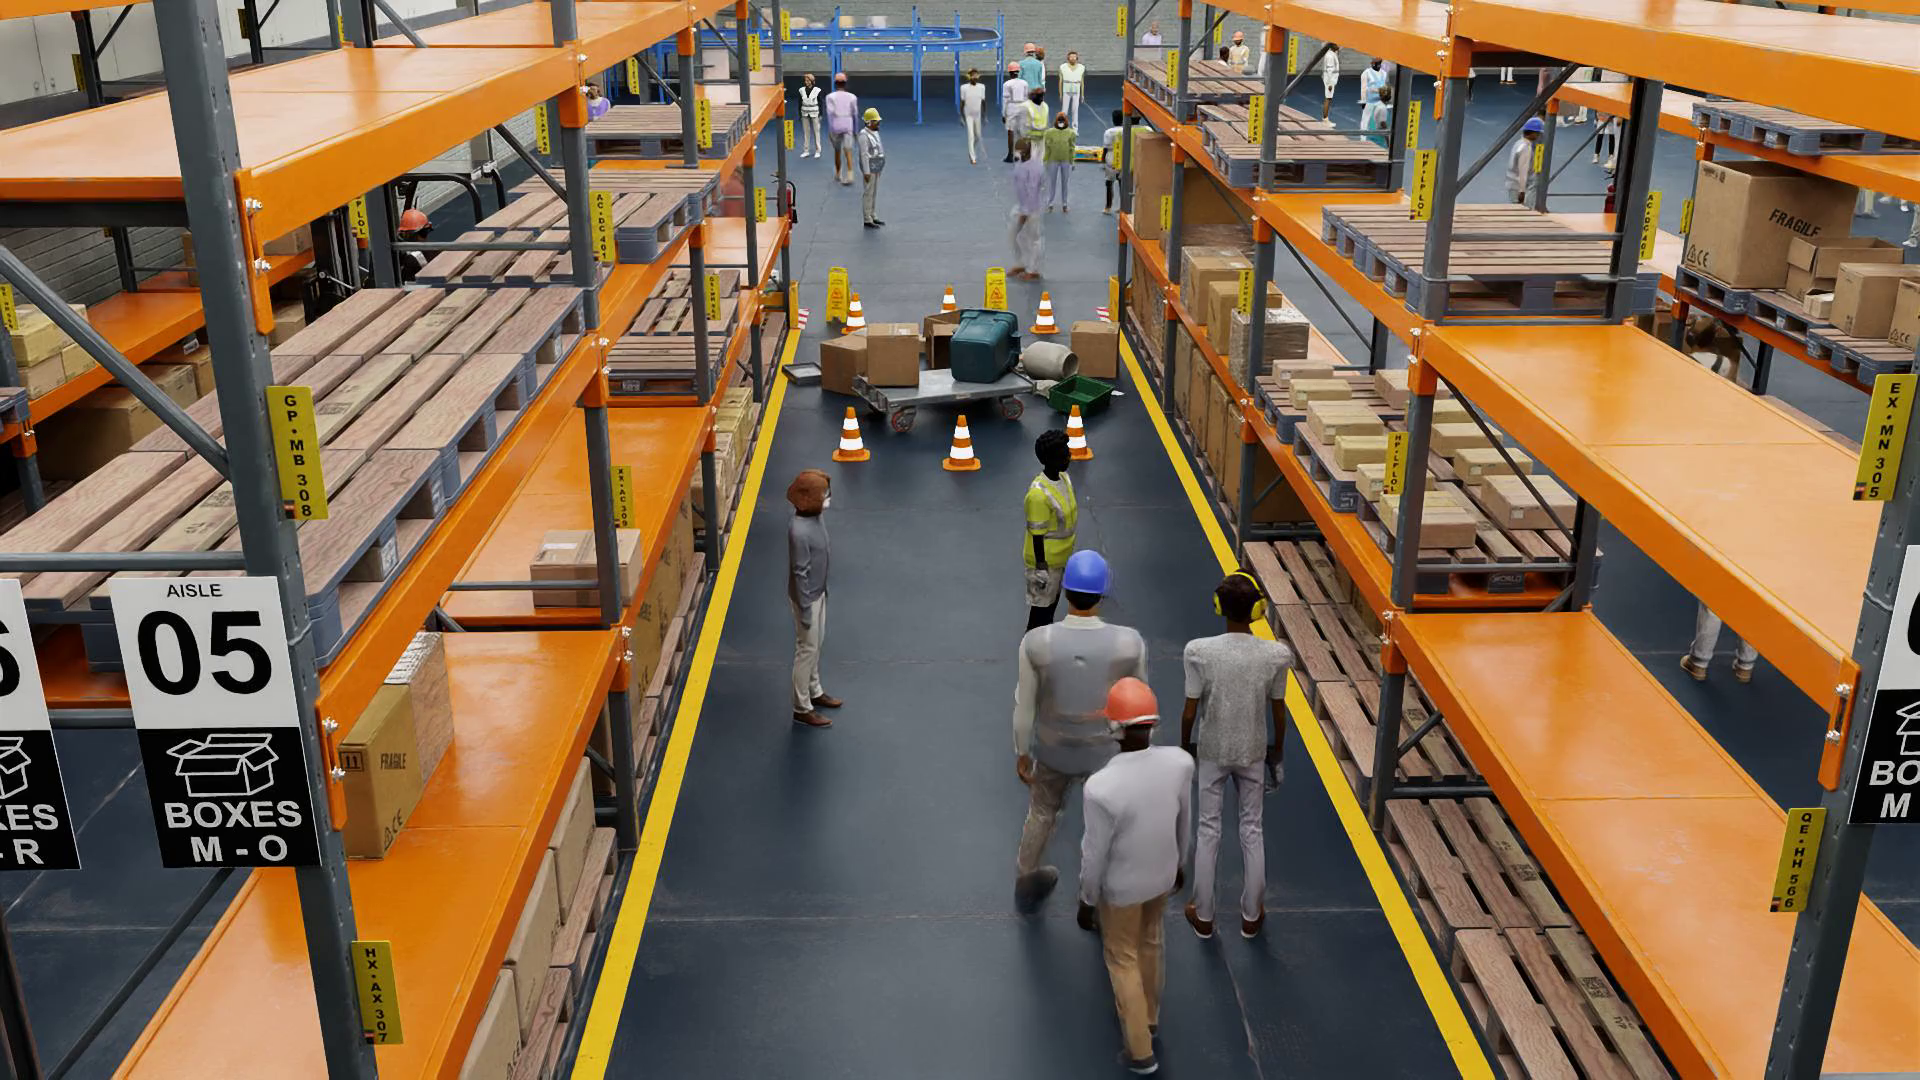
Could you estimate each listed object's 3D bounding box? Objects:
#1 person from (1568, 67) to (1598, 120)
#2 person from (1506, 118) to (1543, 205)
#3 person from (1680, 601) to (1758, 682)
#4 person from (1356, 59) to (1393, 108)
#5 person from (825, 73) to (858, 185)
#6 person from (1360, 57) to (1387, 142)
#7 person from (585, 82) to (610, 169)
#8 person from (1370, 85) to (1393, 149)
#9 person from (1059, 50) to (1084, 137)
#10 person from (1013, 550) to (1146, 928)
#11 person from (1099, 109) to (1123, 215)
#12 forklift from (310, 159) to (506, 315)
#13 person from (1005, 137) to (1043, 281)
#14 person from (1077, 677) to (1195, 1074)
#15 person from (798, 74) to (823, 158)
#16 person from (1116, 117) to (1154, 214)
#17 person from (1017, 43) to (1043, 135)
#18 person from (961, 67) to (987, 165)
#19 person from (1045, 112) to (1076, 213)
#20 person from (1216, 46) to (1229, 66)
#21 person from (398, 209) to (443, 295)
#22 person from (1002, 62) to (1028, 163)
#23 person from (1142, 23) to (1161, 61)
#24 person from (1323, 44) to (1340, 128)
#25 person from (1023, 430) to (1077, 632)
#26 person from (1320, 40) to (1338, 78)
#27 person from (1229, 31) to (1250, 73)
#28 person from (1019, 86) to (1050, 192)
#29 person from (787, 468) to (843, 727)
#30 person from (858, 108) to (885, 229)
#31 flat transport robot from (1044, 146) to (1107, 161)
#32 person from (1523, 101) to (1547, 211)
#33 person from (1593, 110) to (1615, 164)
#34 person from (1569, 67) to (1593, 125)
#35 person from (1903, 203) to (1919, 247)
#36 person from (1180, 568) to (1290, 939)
[{"bbox_3d":[14.795,-10.942,39.446,0.598,1.917,0.378,8,22,19],"label":"person"},{"bbox_3d":[8.093,-5.104,24.000,0.433,1.938,0.632,3,21,7],"label":"person"},{"bbox_3d":[4.952,0.025,10.565,0.633,1.842,0.429,3,21,8],"label":"person"},{"bbox_3d":[10.554,-11.823,41.839,0.972,1.870,0.602,6,22,15],"label":"person"},{"bbox_3d":[-2.112,-7.449,30.182,0.618,1.960,1.122,-6,21,-15],"label":"person"},{"bbox_3d":[8.734,-9.261,35.111,0.627,1.844,0.429,-10,23,-25],"label":"person"},{"bbox_3d":[-6.567,-7.326,30.000,0.632,1.837,0.415,-4,21,-11],"label":"person"},{"bbox_3d":[7.449,-7.089,29.382,0.414,1.837,0.550,3,21,7],"label":"person"},{"bbox_3d":[2.447,-9.812,36.556,0.563,1.847,0.388,-3,21,-7],"label":"person"},{"bbox_3d":[0.571,0.957,7.988,0.614,1.925,0.511,3,21,7],"label":"person"},{"bbox_3d":[2.542,-6.148,27.097,0.579,1.683,0.344,-10,23,-25],"label":"person"},{"bbox_3d":[-5.622,-2.910,17.832,2.313,2.155,1.214,-1,21,-1],"label":"forklift"},{"bbox_3d":[0.837,-4.385,22.115,0.605,1.915,0.628,-10,23,-25],"label":"person"},{"bbox_3d":[0.739,1.413,7.055,0.577,1.762,0.416,-14,25,-33],"label":"person"},{"bbox_3d":[-3.003,-8.521,33.435,0.522,1.638,0.310,7,22,17],"label":"person"},{"bbox_3d":[2.700,-5.768,25.755,0.585,1.928,0.379,-1,21,-3],"label":"person"},{"bbox_3d":[1.520,-9.908,36.627,0.619,1.990,0.397,-8,22,-20],"label":"person"},{"bbox_3d":[0.250,-8.351,32.695,0.530,1.854,0.726,-5,21,-14],"label":"person"},{"bbox_3d":[1.643,-6.207,27.327,0.498,1.633,0.284,0,21,1],"label":"person"},{"bbox_3d":[5.734,-9.925,36.778,0.398,1.908,0.598,-5,21,-13],"label":"person"},{"bbox_3d":[-5.171,-2.186,16.156,0.432,2.034,0.602,5,21,14],"label":"person"},{"bbox_3d":[1.064,-8.423,32.772,0.543,1.931,0.387,-11,23,-27],"label":"person"},{"bbox_3d":[5.154,-12.864,44.550,0.637,1.904,0.403,-14,25,-33],"label":"person"},{"bbox_3d":[8.512,-10.489,38.075,0.374,2.044,0.607,6,21,14],"label":"person"},{"bbox_3d":[0.571,0.117,10.523,0.318,1.697,0.535,8,22,19],"label":"person"},{"bbox_3d":[11.007,-14.583,49.370,0.581,1.715,0.614,10,23,26],"label":"person"},{"bbox_3d":[6.844,-11.540,41.020,0.539,1.929,0.385,16,26,36],"label":"person"},{"bbox_3d":[1.317,-7.074,29.350,0.647,1.824,0.475,-15,25,-35],"label":"person"},{"bbox_3d":[-0.894,0.340,10.038,0.287,1.626,0.508,2,21,6],"label":"person"},{"bbox_3d":[-1.369,-5.806,25.989,0.403,1.833,0.586,5,21,13],"label":"person"},{"bbox_3d":[2.333,-7.756,33.317,1.431,0.197,0.652,5,21,13],"label":"flat transport robot"},{"bbox_3d":[9.077,-5.934,26.188,0.358,1.937,0.635,3,21,8],"label":"person"},{"bbox_3d":[12.702,-8.226,32.591,0.537,1.689,0.320,10,23,24],"label":"person"},{"bbox_3d":[14.482,-10.490,38.663,0.511,1.622,0.295,-17,27,-38],"label":"person"},{"bbox_3d":[14.298,-5.197,24.519,0.486,1.736,0.320,-1,21,-2],"label":"person"},{"bbox_3d":[1.279,1.027,7.886,0.513,1.865,0.329,1,21,4],"label":"person"}]
